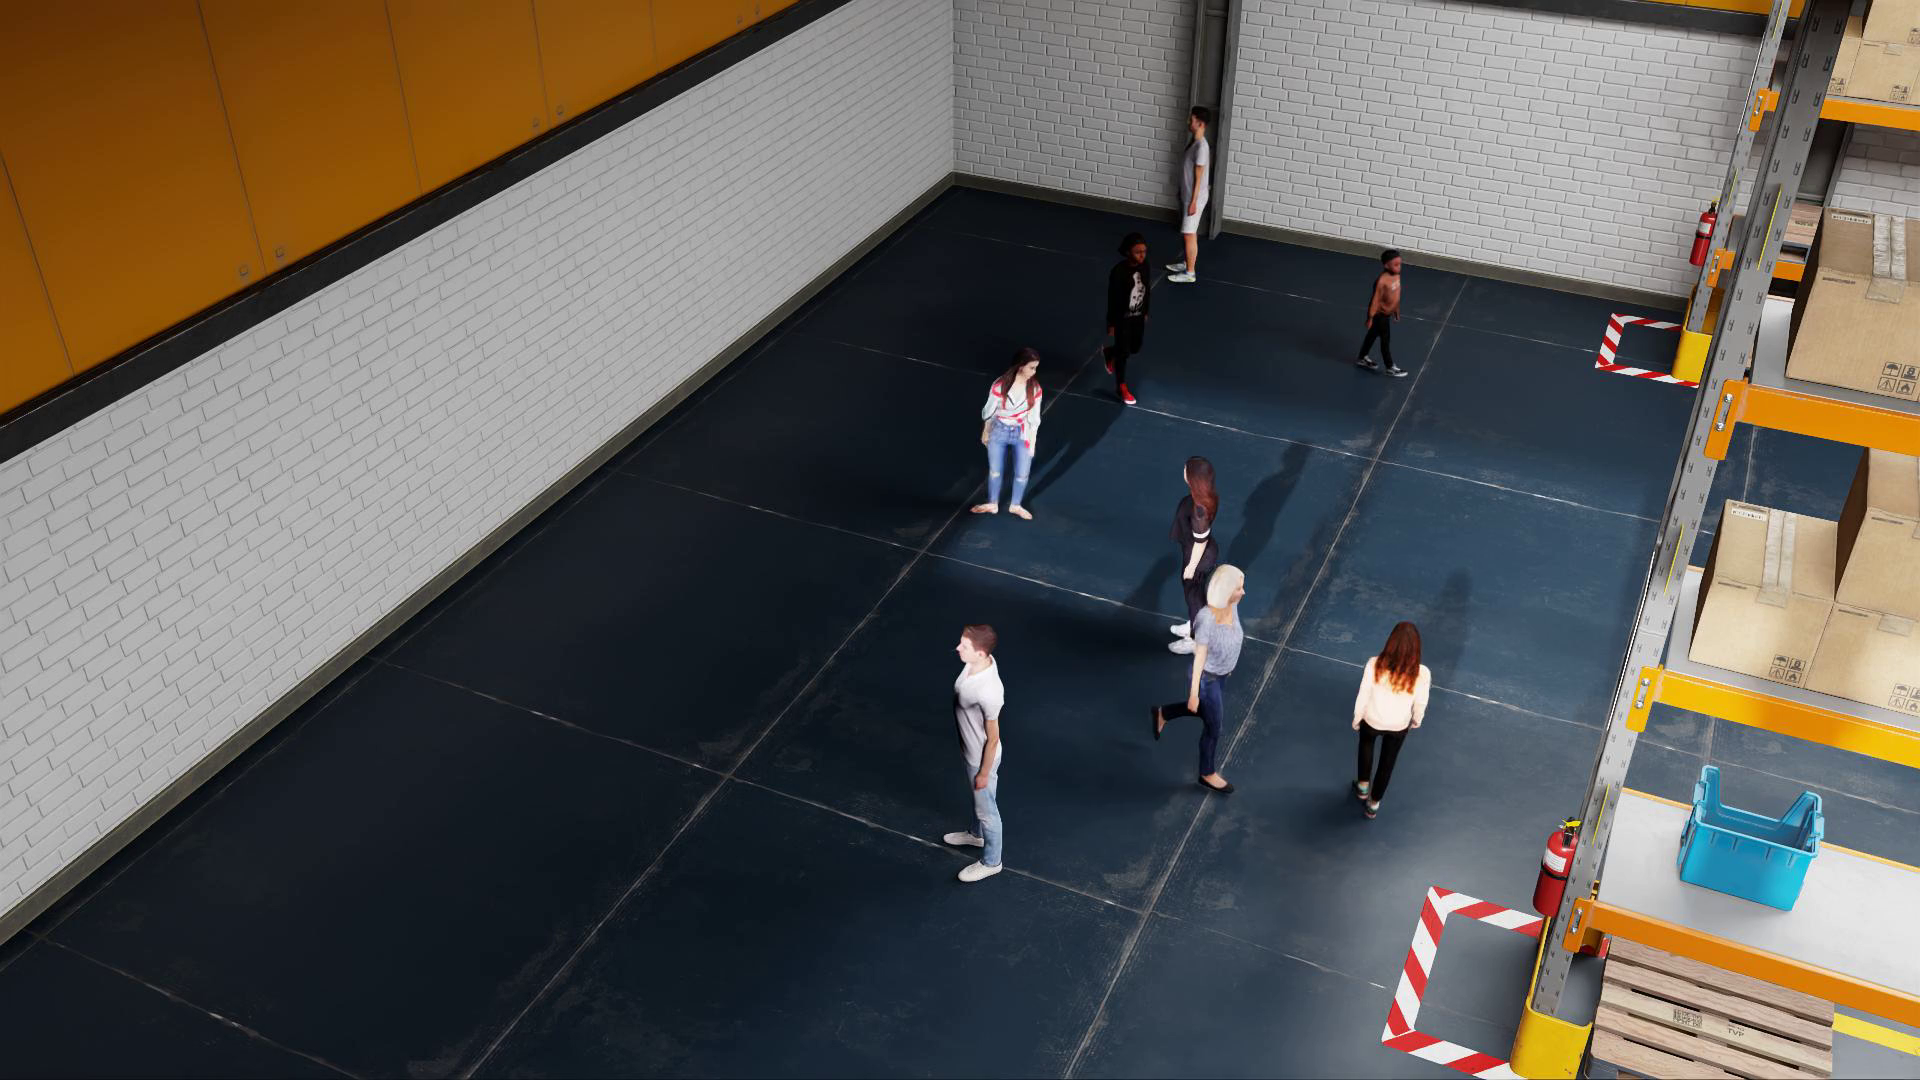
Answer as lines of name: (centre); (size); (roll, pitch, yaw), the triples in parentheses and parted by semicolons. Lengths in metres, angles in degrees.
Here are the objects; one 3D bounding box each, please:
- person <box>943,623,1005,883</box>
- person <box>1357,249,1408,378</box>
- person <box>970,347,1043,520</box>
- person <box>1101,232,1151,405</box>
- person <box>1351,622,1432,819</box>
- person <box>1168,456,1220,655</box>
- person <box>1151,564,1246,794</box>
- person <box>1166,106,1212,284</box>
person: (0.123, 1.262, 10.090); (0.749, 1.851, 0.722); (-7, 34, -10)
person: (3.972, -2.190, 15.841); (0.845, 1.236, 0.661); (25, 41, 33)
person: (0.359, -0.870, 13.528); (0.647, 1.598, 0.850); (7, 34, 10)
person: (1.496, -2.086, 15.302); (0.898, 1.657, 1.005); (-14, 36, -21)
person: (2.704, 1.174, 10.562); (0.580, 1.476, 0.702); (8, 35, 12)
person: (1.711, 0.105, 12.023); (0.646, 1.639, 0.657); (7, 34, 10)
person: (1.553, 0.849, 10.852); (1.022, 1.695, 0.757); (24, 41, 32)
person: (2.479, -3.635, 17.458); (0.792, 1.853, 0.804); (-1, 34, -1)
